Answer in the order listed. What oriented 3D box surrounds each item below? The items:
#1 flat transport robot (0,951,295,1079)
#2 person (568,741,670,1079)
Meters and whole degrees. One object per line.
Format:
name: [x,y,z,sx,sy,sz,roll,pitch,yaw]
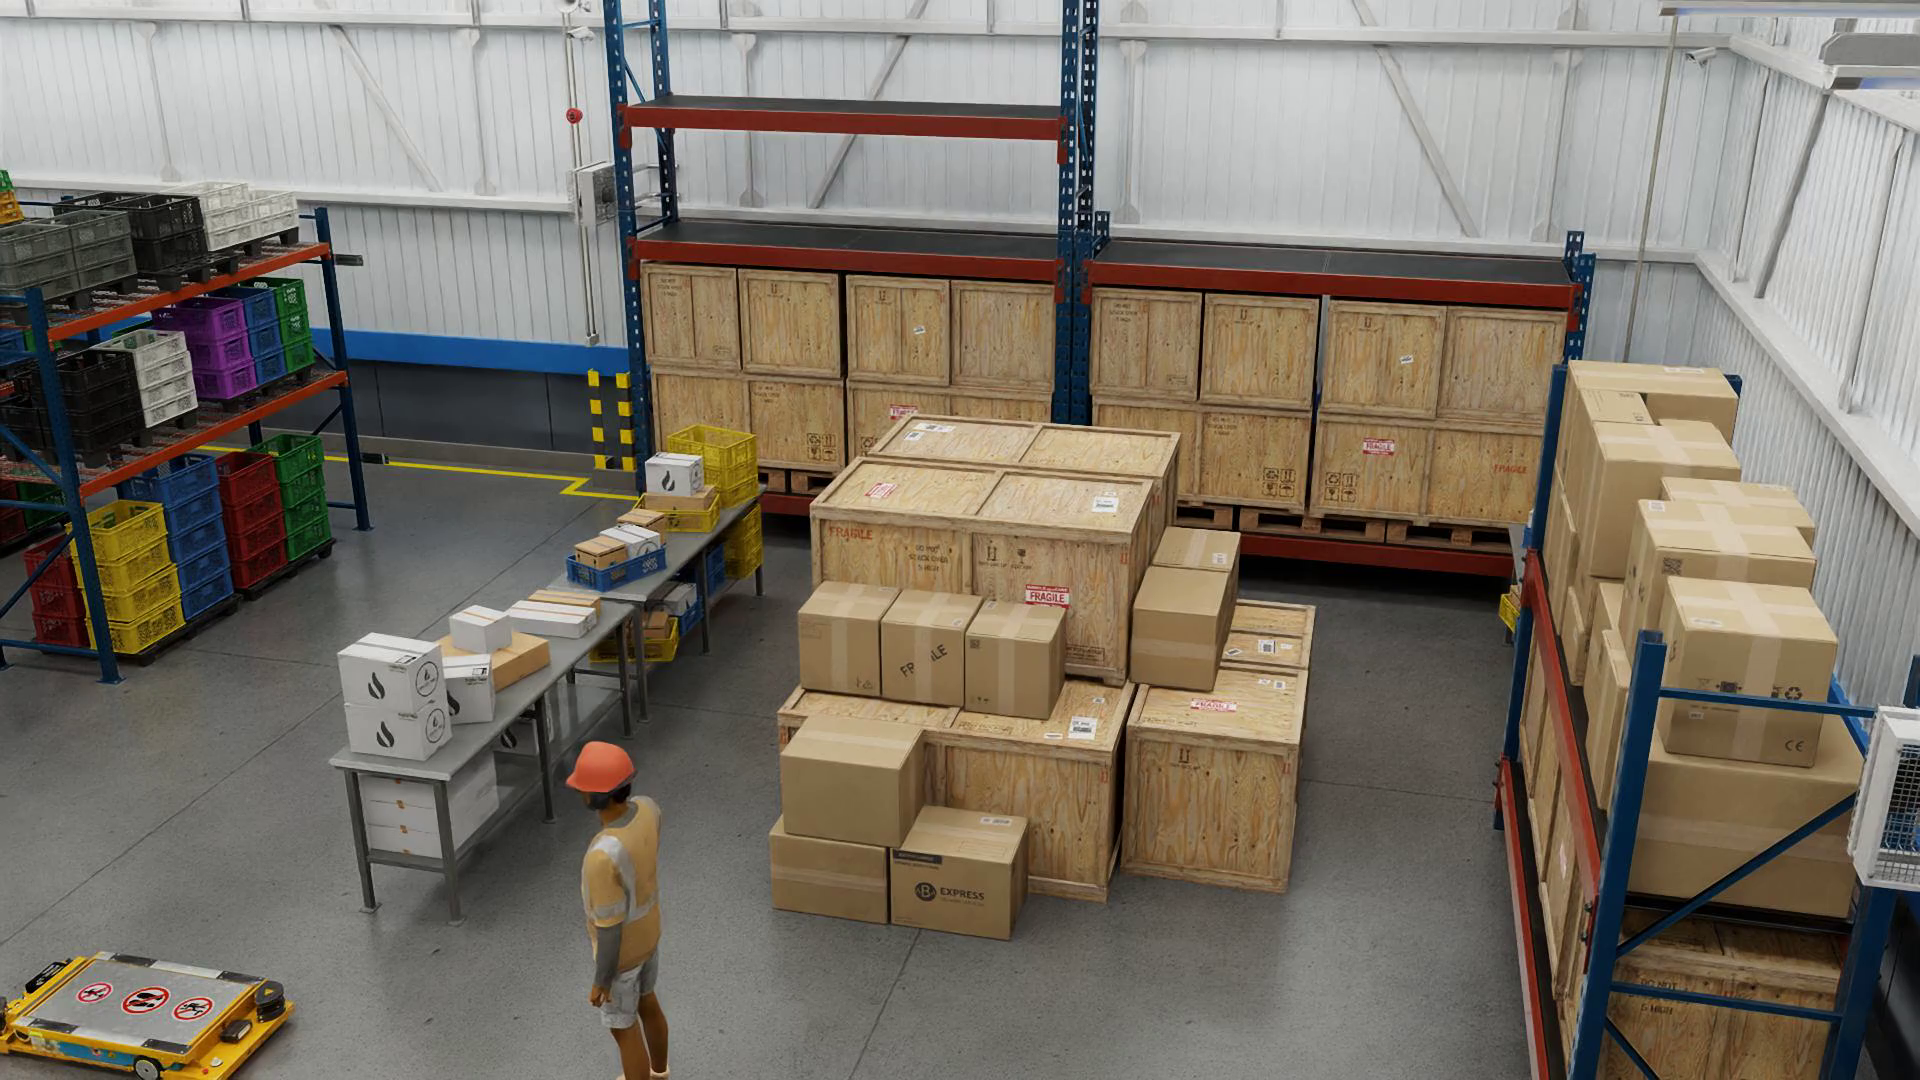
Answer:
flat transport robot: [-4.270,2.464,8.601,1.431,0.231,0.659,5,22,13]
person: [-1.579,1.856,7.708,0.372,2.040,0.613,4,21,10]
